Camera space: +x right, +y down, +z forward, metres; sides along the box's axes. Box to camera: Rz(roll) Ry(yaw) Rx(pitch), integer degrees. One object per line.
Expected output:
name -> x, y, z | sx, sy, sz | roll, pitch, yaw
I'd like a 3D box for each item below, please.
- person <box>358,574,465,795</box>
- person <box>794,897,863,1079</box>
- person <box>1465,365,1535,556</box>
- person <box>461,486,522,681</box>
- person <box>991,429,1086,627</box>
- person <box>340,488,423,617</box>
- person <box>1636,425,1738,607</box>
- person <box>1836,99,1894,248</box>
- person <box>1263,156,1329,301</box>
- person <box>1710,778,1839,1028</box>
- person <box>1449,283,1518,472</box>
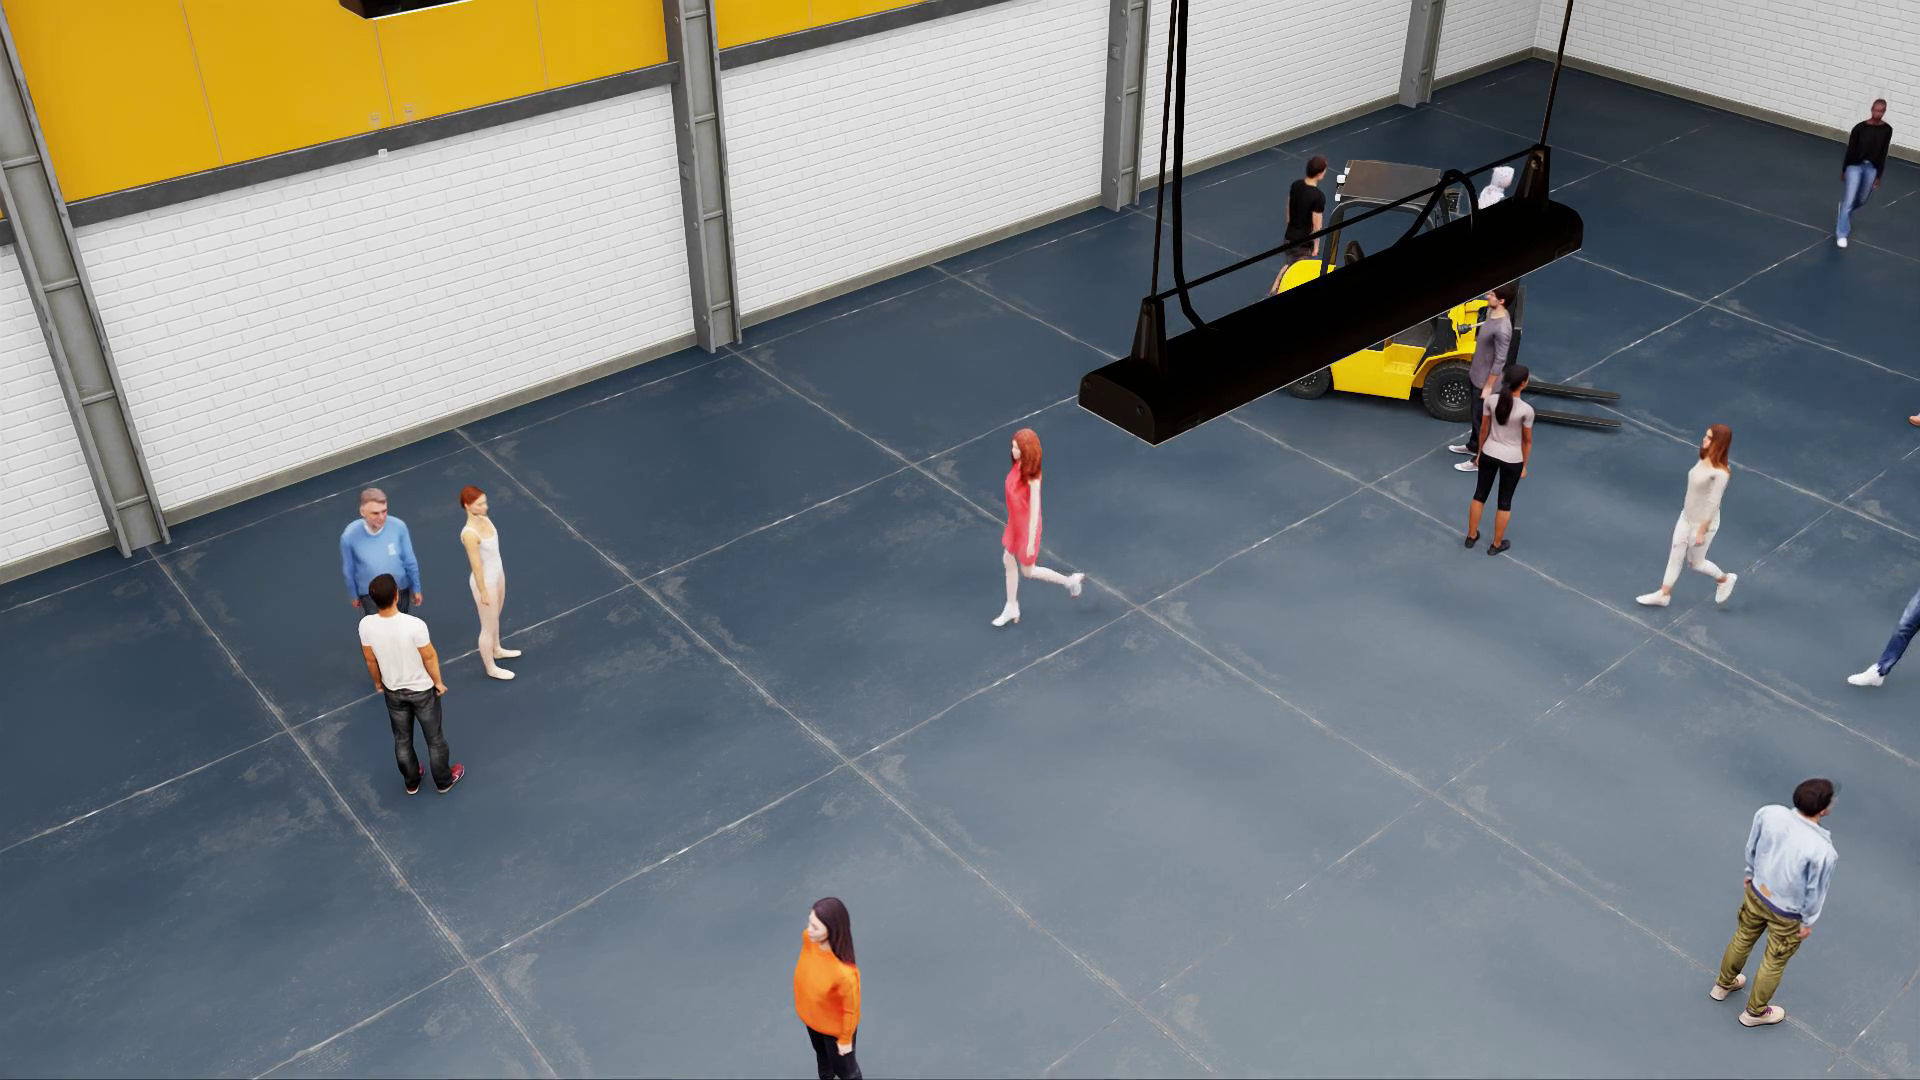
person -> -3.819, 1.007, 11.494 | 0.701, 1.800, 0.771 | 2, 34, 2
person -> -0.704, 2.607, 9.133 | 0.565, 1.748, 0.629 | -21, 39, -29
person -> 4.578, -0.680, 14.082 | 0.651, 1.745, 0.602 | 23, 40, 31
person -> -3.615, 0.305, 12.693 | 0.654, 1.643, 0.611 | 0, 34, -1
person -> 0.597, -0.087, 13.136 | 1.091, 1.804, 0.839 | -10, 35, -14
person -> -4.375, 0.325, 12.549 | 0.802, 1.767, 0.795 | -14, 36, -20
person -> 6.007, -0.156, 13.335 | 1.074, 1.699, 0.947 | -1, 34, -2
person -> 10.650, -4.379, 19.656 | 0.954, 1.735, 1.069 | 7, 34, 11
person -> 3.577, -3.200, 17.786 | 0.898, 1.842, 0.725 | -21, 39, -29
person -> 4.828, 2.120, 9.808 | 0.666, 1.812, 0.734 | -14, 36, -20
person -> 4.830, -1.513, 15.236 | 0.797, 1.854, 0.721 | 4, 34, 7
